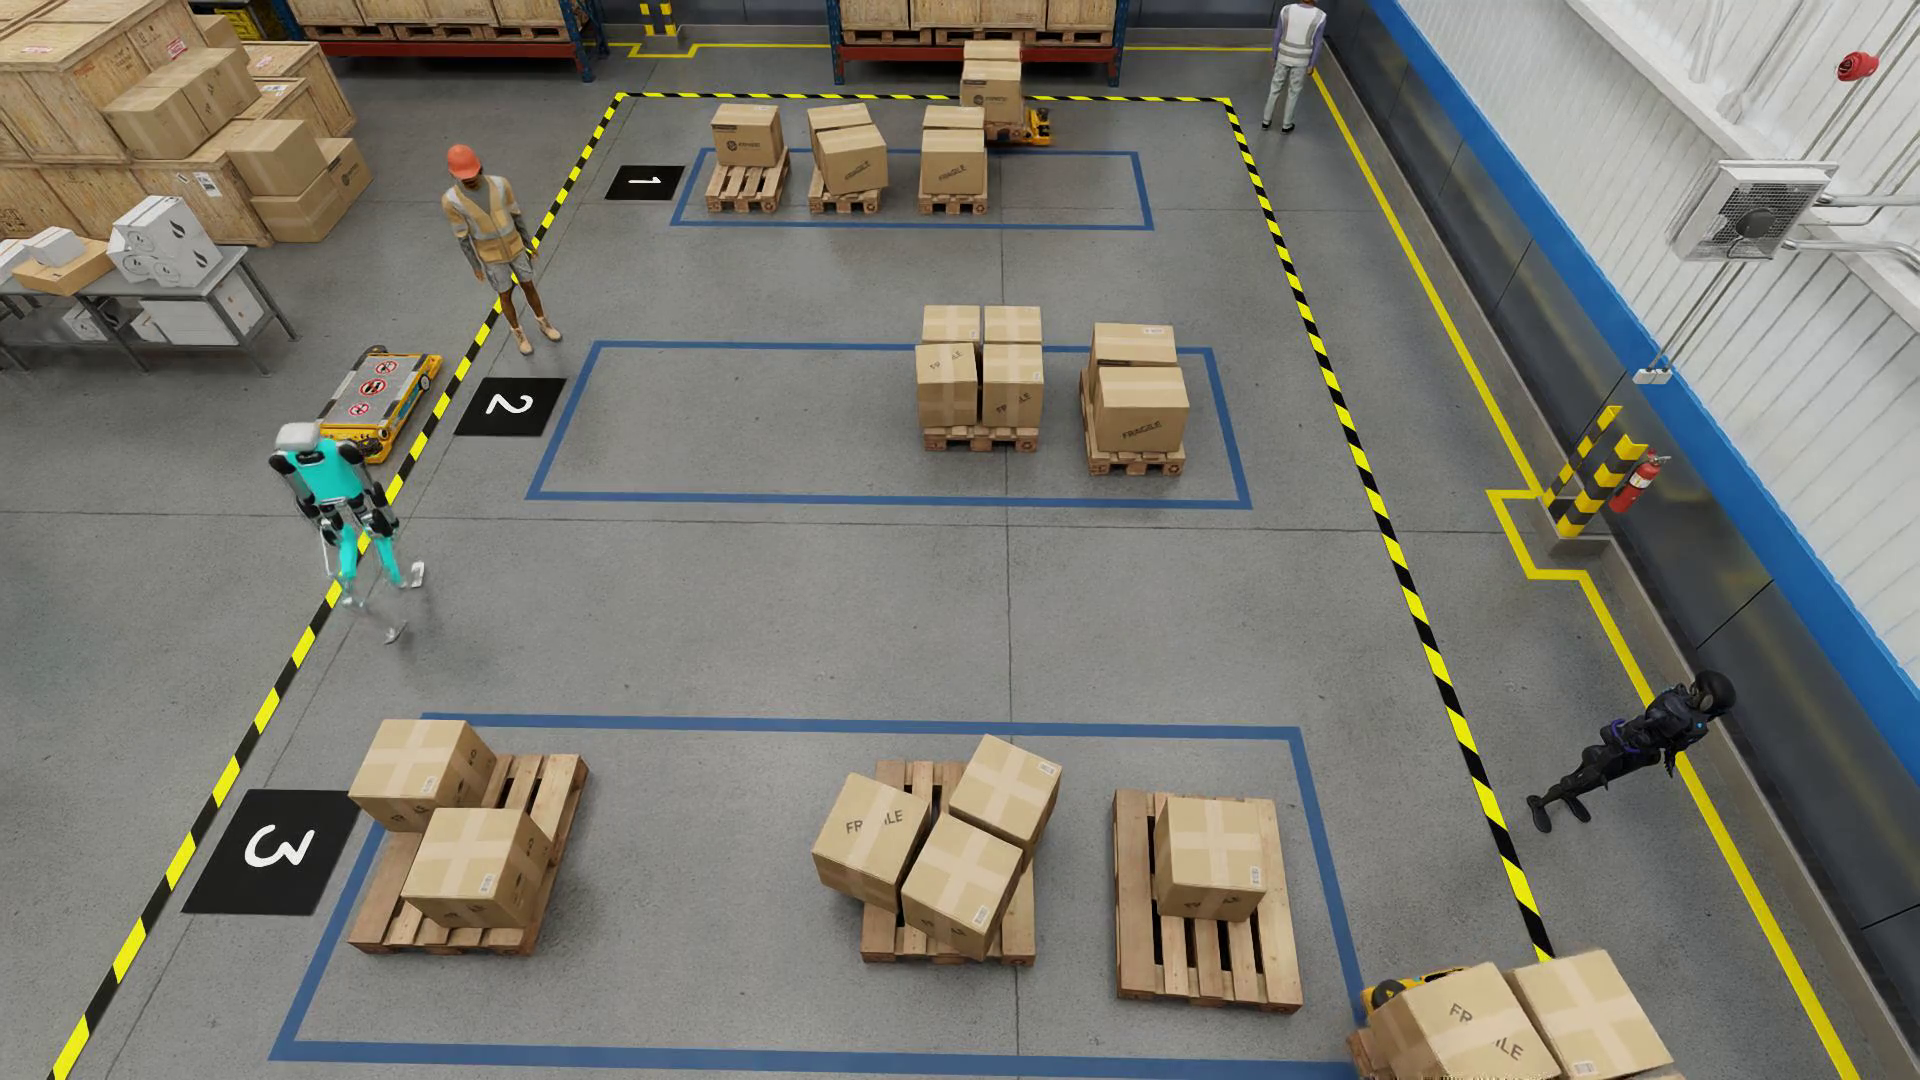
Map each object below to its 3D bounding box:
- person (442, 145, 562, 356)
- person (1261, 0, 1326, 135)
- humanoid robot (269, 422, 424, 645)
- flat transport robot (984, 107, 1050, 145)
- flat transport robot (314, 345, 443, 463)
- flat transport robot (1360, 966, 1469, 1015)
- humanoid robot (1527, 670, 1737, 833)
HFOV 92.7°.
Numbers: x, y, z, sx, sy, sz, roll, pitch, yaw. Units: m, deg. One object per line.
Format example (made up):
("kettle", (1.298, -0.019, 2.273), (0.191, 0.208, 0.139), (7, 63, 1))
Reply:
("person", (-4.213, -2.646, 8.446), (0.613, 2.039, 0.380), (-35, 58, -26))
("person", (4.171, -6.017, 11.431), (0.589, 1.837, 0.404), (25, 54, 19))
("humanoid robot", (-4.222, 0.062, 6.397), (0.537, 1.769, 1.047), (-11, 51, -9))
("flat transport robot", (0.444, -5.393, 11.912), (1.431, 0.197, 0.652), (1, 50, 1))
("flat transport robot", (-5.383, -1.269, 8.441), (0.659, 0.231, 1.431), (1, 50, 1))
("flat transport robot", (2.751, 3.029, 4.785), (0.652, 0.197, 1.431), (-8, 50, -7))
("humanoid robot", (3.949, 1.251, 5.376), (0.599, 1.657, 0.315), (-8, 50, -7))
